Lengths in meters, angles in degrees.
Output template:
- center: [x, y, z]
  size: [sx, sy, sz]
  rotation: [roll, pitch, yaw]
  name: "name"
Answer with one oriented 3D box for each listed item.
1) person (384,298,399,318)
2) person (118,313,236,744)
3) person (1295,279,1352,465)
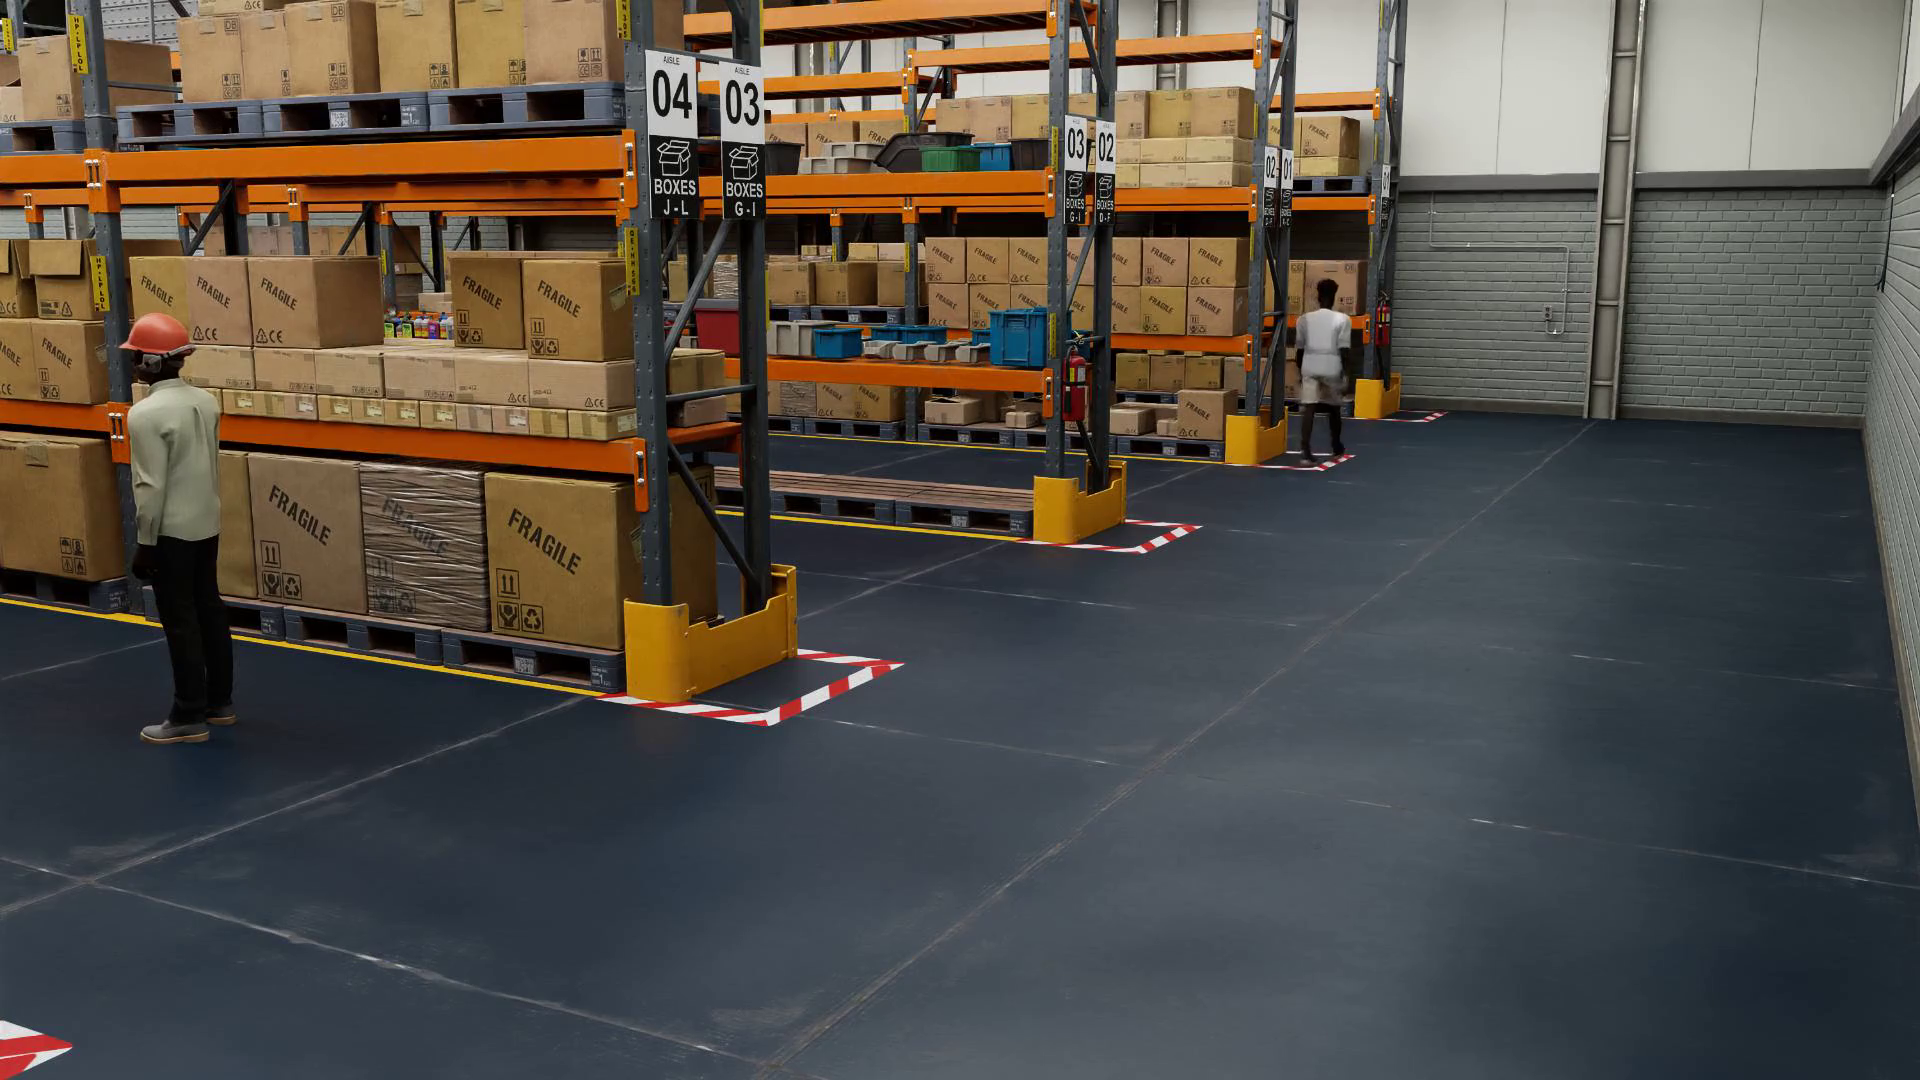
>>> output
- center: [-6.777, -2.097, 19.963]
  size: [0.784, 1.595, 0.517]
  rotation: [4, 11, 21]
  name: "person"
- center: [-3.649, -0.053, 7.751]
  size: [0.375, 1.997, 0.612]
  rotation: [1, 10, 4]
  name: "person"
- center: [3.739, -1.730, 17.180]
  size: [0.613, 1.903, 1.020]
  rotation: [5, 12, 27]
  name: "person"
